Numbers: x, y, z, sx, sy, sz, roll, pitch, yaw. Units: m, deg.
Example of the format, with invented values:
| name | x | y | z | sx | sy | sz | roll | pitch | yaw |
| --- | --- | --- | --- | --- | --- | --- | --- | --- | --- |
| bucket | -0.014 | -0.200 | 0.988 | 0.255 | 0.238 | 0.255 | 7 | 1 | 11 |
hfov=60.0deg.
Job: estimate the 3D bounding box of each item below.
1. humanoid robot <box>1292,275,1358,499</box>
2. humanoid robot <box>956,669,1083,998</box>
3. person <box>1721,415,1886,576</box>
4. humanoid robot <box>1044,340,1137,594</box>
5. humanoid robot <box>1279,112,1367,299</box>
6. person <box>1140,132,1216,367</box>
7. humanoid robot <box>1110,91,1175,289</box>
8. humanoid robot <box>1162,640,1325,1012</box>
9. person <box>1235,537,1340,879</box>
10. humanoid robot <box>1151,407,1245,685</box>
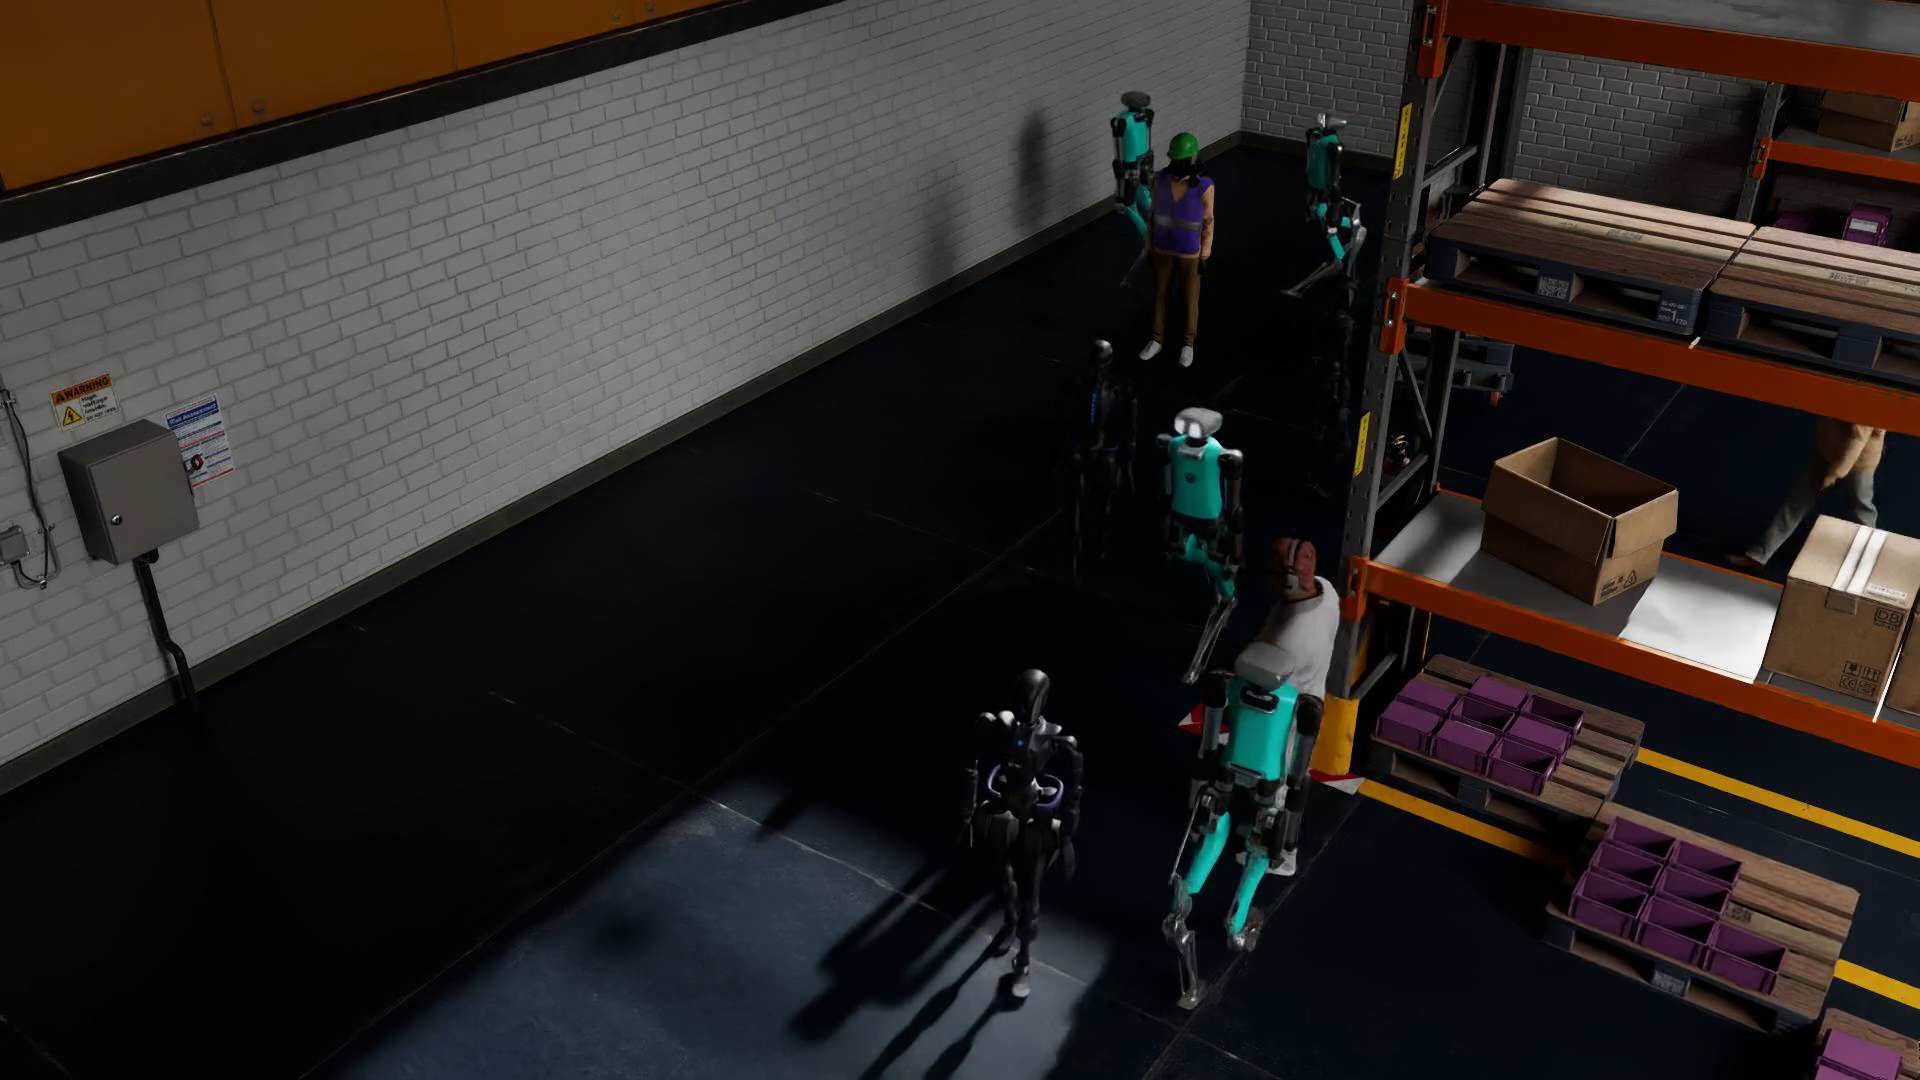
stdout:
| name | x | y | z | sx | sy | sz | roll | pitch | yaw |
| --- | --- | --- | --- | --- | --- | --- | --- | --- | --- |
| humanoid robot | 2.544 | -1.048 | 11.451 | 0.334 | 1.649 | 0.585 | -3 | 30 | -5 |
| humanoid robot | 0.248 | 1.265 | 7.435 | 0.588 | 1.639 | 0.540 | 10 | 31 | 16 |
| person | 5.469 | -0.531 | 10.403 | 0.997 | 1.814 | 0.579 | -3 | 30 | -5 |
| humanoid robot | 0.822 | -0.502 | 10.560 | 0.588 | 1.627 | 0.791 | 5 | 30 | 9 |
| humanoid robot | 3.355 | -2.911 | 14.643 | 1.042 | 1.738 | 0.548 | -9 | 31 | -14 |
| person | 1.768 | -2.356 | 13.467 | 0.543 | 1.924 | 0.420 | 13 | 32 | 21 |
| humanoid robot | 1.737 | -3.073 | 14.940 | 0.793 | 1.801 | 0.533 | 23 | 37 | 35 |
| humanoid robot | 1.170 | 1.340 | 7.266 | 0.533 | 1.748 | 0.972 | 15 | 33 | 24 |
| person | 1.490 | 0.817 | 7.996 | 0.532 | 1.887 | 0.665 | 12 | 32 | 20 |
| humanoid robot | 1.507 | -0.080 | 9.735 | 0.555 | 1.766 | 0.979 | 17 | 34 | 27 |
